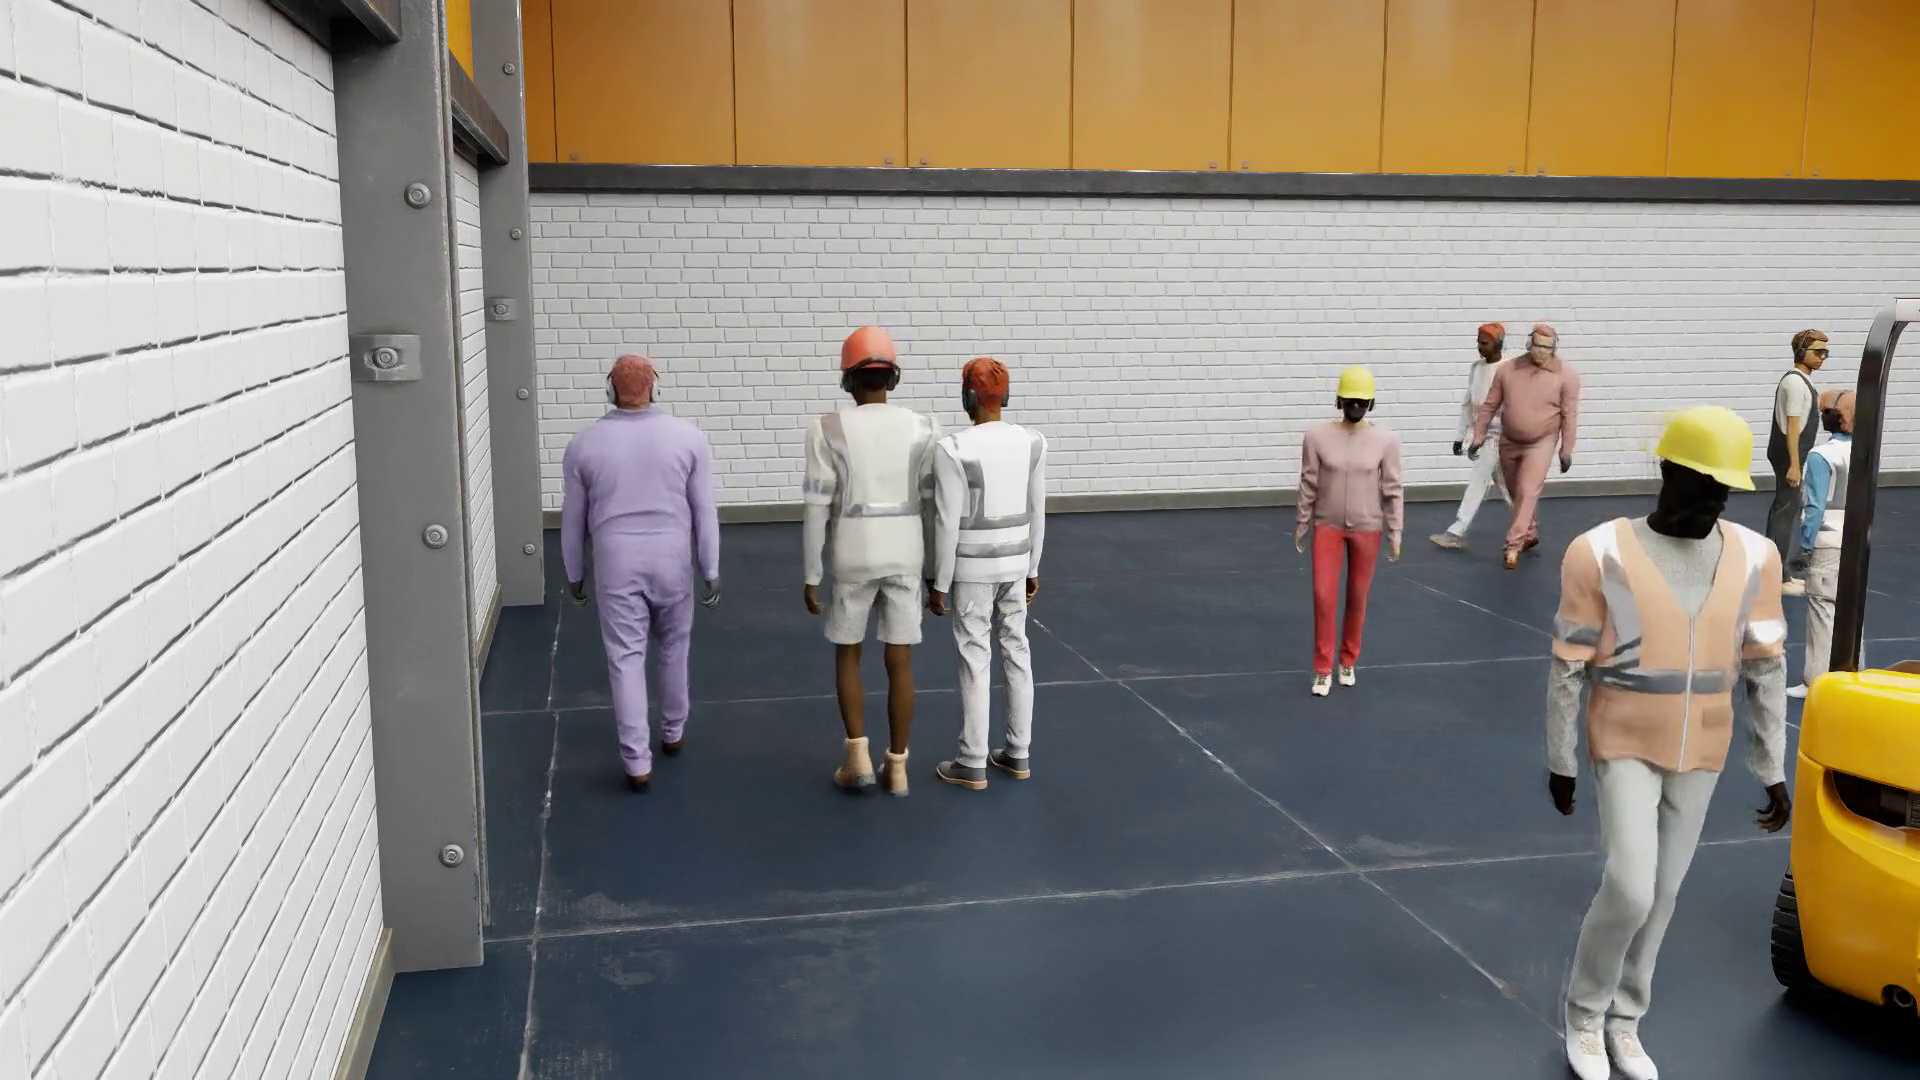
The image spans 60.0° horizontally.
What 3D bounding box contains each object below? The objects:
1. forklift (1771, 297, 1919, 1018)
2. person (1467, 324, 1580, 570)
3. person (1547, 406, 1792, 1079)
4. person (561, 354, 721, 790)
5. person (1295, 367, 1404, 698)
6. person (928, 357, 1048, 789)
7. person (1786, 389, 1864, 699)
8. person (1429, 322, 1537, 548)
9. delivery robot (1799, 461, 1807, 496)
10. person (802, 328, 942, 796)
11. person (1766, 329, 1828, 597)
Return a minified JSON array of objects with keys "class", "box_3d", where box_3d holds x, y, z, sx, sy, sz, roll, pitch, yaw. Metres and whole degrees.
[{"class":"forklift","box_3d":[3.542,0.334,5.177,2.313,2.155,1.214,-9,13,-43]},{"class":"person","box_3d":[4.358,-0.733,12.799,0.742,1.854,0.979,8,12,39]},{"class":"person","box_3d":[1.934,0.582,4.555,0.594,1.898,0.499,-1,9,-4]},{"class":"person","box_3d":[-1.432,0.116,7.456,0.680,1.874,0.909,-2,10,-12]},{"class":"person","box_3d":[2.055,-0.037,8.789,0.555,1.733,0.752,2,10,13]},{"class":"person","box_3d":[0.118,0.146,7.270,0.576,1.883,0.355,-7,11,-35]},{"class":"person","box_3d":[4.567,0.041,8.700,0.529,1.645,0.343,-6,11,-31]},{"class":"person","box_3d":[4.324,-0.850,13.521,1.040,1.827,0.580,-3,10,-17]},{"class":"delivery robot","box_3d":[8.088,-0.606,15.605,0.707,0.478,0.477,-4,10,-21]},{"class":"person","box_3d":[-0.375,0.099,7.213,0.615,2.015,0.534,-2,10,-12]},{"class":"person","box_3d":[5.807,-0.541,11.577,0.349,1.843,0.506,5,10,26]}]
